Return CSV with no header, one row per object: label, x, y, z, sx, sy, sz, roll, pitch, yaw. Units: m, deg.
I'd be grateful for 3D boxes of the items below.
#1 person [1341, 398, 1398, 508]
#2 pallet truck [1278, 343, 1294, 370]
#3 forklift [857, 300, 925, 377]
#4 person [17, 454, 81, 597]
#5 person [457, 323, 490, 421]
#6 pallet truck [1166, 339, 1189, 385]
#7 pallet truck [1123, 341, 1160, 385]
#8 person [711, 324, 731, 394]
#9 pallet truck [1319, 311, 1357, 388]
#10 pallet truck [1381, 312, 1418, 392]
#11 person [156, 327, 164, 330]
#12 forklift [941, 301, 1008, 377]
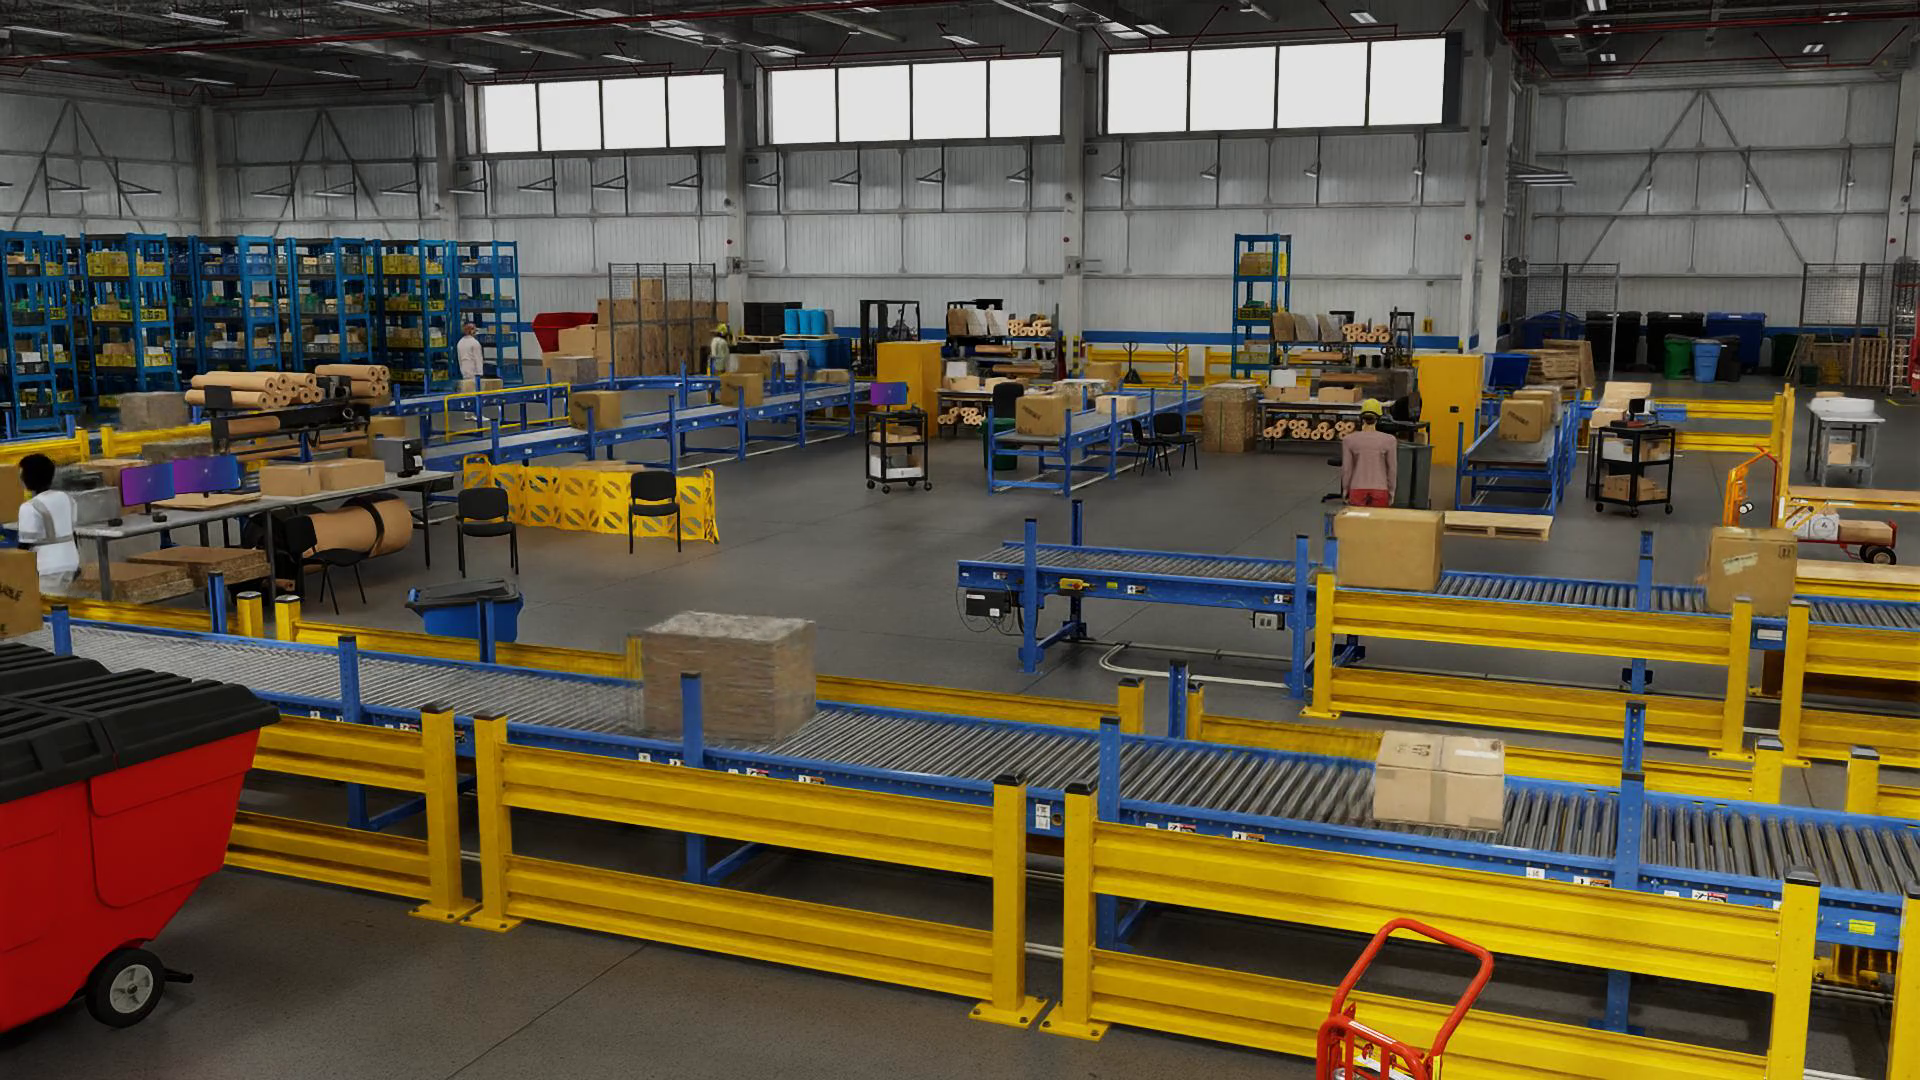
person,3.934,-0.478,16.013,0.525,1.769,0.309,2,10,14
pallet truck,7.886,-4.163,39.743,0.653,1.274,1.630,4,10,22
forklift,-1.732,-5.109,42.468,1.157,1.987,2.680,4,10,22
person,-6.728,0.210,12.090,0.711,1.668,0.547,1,9,4
person,-9.519,-3.273,32.524,0.639,1.909,0.409,7,12,37
pallet truck,5.418,-4.269,40.420,0.704,1.261,1.522,3,10,20
pallet truck,4.445,-4.380,41.279,0.680,1.201,1.601,4,10,22
person,-5.009,-3.708,35.502,0.898,1.785,0.621,-6,11,-31
pallet truck,9.071,-4.419,39.190,0.823,1.965,1.885,5,10,26
pallet truck,10.207,-4.283,38.369,0.823,1.965,1.885,3,10,20
person,-17.960,-4.043,37.424,0.577,1.832,0.397,-7,11,-35
forklift,0.365,-4.966,41.571,1.157,1.987,2.680,3,10,20
